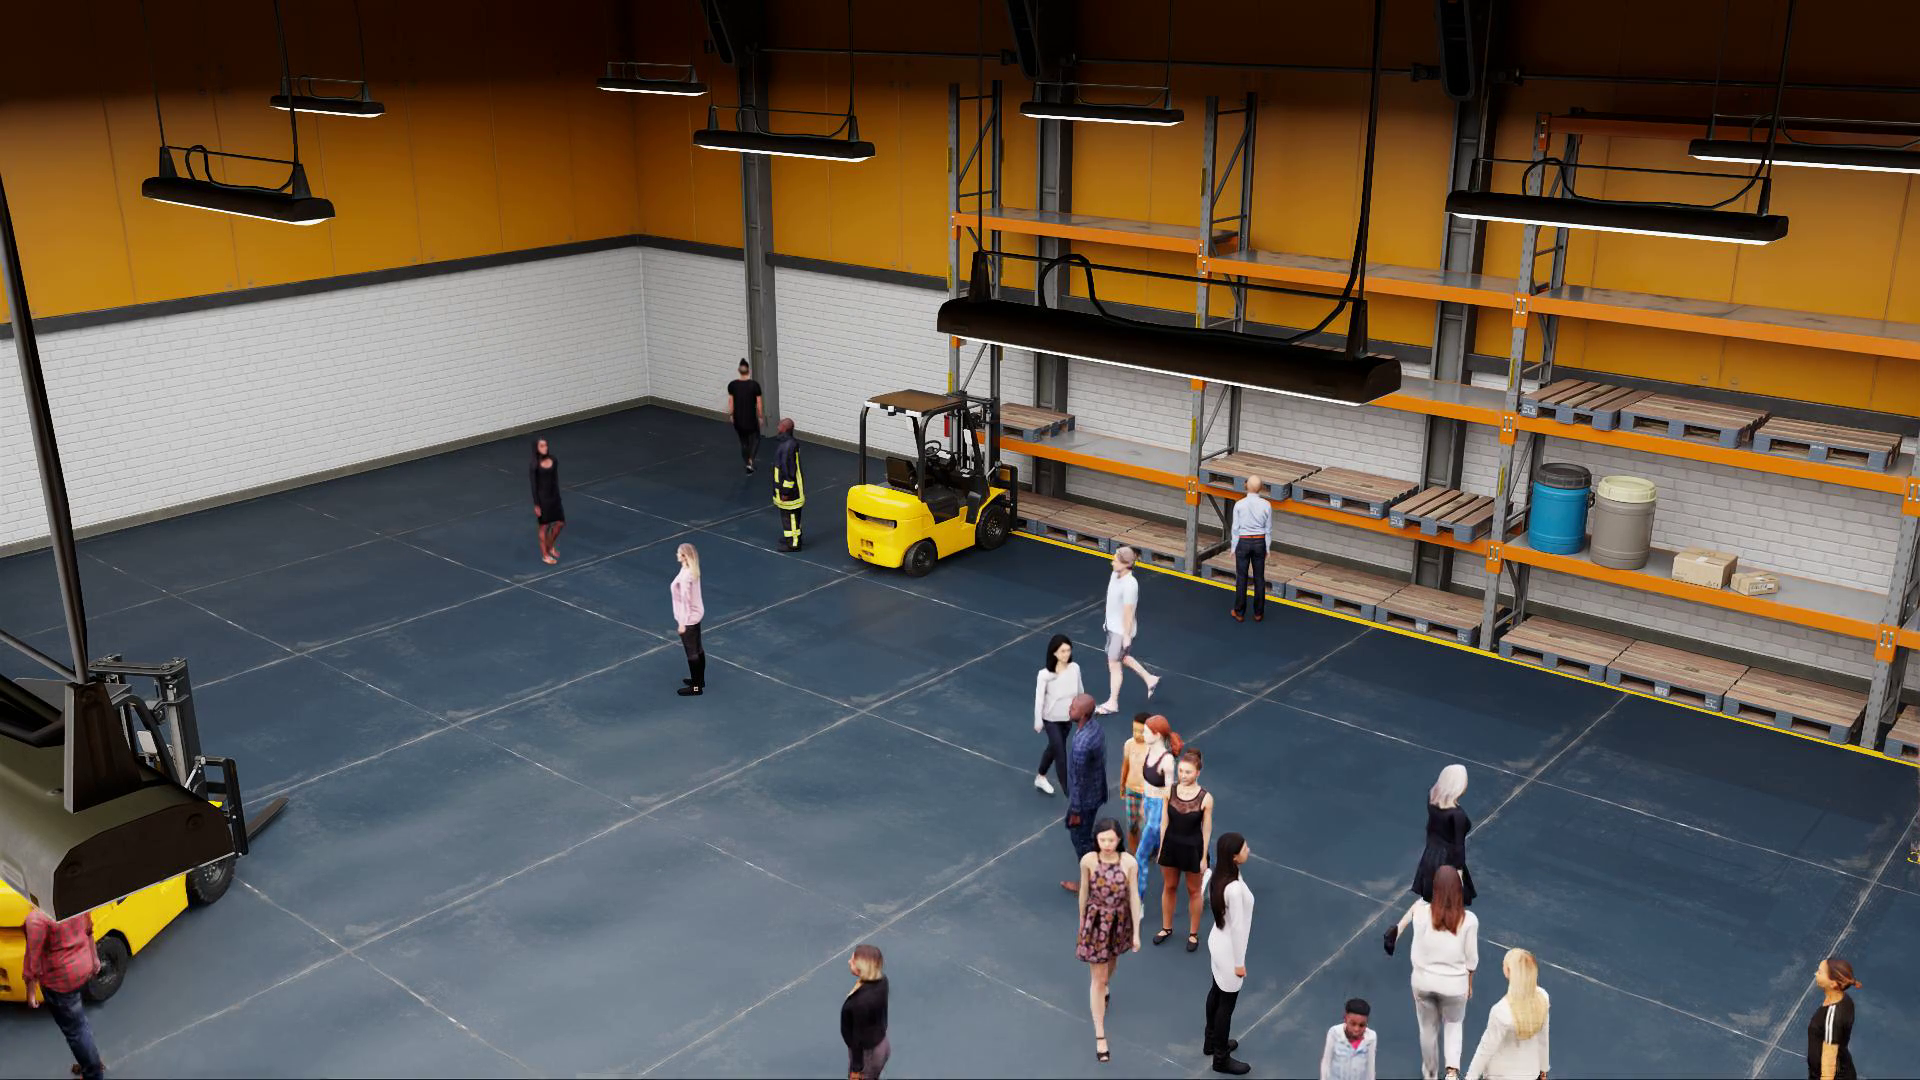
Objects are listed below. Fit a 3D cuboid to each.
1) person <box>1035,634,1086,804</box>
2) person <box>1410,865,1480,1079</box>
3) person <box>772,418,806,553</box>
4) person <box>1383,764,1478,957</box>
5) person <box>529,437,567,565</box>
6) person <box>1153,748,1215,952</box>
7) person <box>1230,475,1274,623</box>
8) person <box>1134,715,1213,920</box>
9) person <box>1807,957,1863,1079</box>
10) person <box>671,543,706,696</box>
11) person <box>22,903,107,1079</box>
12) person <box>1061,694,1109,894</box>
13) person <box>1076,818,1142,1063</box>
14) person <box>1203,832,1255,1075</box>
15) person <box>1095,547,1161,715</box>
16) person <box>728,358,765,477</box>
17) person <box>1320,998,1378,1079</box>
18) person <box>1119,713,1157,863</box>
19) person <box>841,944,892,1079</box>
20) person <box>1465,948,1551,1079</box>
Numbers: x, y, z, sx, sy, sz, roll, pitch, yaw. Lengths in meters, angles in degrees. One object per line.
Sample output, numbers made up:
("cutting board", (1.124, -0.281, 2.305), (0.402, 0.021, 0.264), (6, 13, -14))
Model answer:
("person", (0.863, 1.642, 15.391), (0.816, 1.652, 1.164), (-13, 22, -33))
("person", (3.249, 3.025, 11.249), (0.802, 1.676, 0.834), (5, 19, 13))
("person", (-2.281, -0.760, 22.258), (0.897, 1.822, 0.864), (1, 19, 2))
("person", (3.605, 2.525, 12.655), (0.944, 1.726, 0.976), (-6, 20, -17))
("person", (-5.465, -0.525, 21.733), (0.629, 1.712, 0.649), (12, 22, 32))
("person", (1.765, 2.420, 13.049), (0.574, 1.672, 0.690), (9, 20, 24))
("person", (3.457, 0.098, 19.759), (0.713, 1.791, 0.793), (0, 19, 1))
("person", (1.680, 2.242, 13.450), (1.051, 1.755, 1.135), (-6, 20, -17))
("person", (5.465, 3.374, 10.276), (1.009, 1.635, 0.577), (14, 23, 36))
("person", (-2.868, 0.829, 17.752), (0.711, 1.687, 0.687), (2, 19, 7))
("person", (-5.974, 2.947, 11.256), (0.850, 1.817, 0.834), (3, 19, 8))
("person", (1.125, 2.109, 13.770), (0.831, 1.803, 0.792), (6, 19, 16))
("person", (1.070, 2.759, 11.969), (1.145, 1.719, 1.160), (0, 19, -1))
("person", (1.852, 2.848, 11.568), (0.744, 1.806, 0.680), (-2, 19, -6))
("person", (1.758, 0.928, 17.258), (1.081, 1.815, 1.046), (-3, 19, -10))
("person", (-3.290, -1.870, 25.497), (0.808, 1.858, 0.893), (2, 19, 5))
("person", (2.489, 3.454, 10.644), (0.643, 1.248, 0.682), (5, 19, 14))
("person", (1.592, 2.133, 14.249), (0.616, 1.451, 0.655), (11, 21, 29))
("person", (-0.484, 3.298, 10.462), (0.850, 1.659, 0.766), (4, 19, 11))
("person", (3.404, 3.352, 10.042), (0.836, 1.826, 1.091), (-12, 22, -32))
